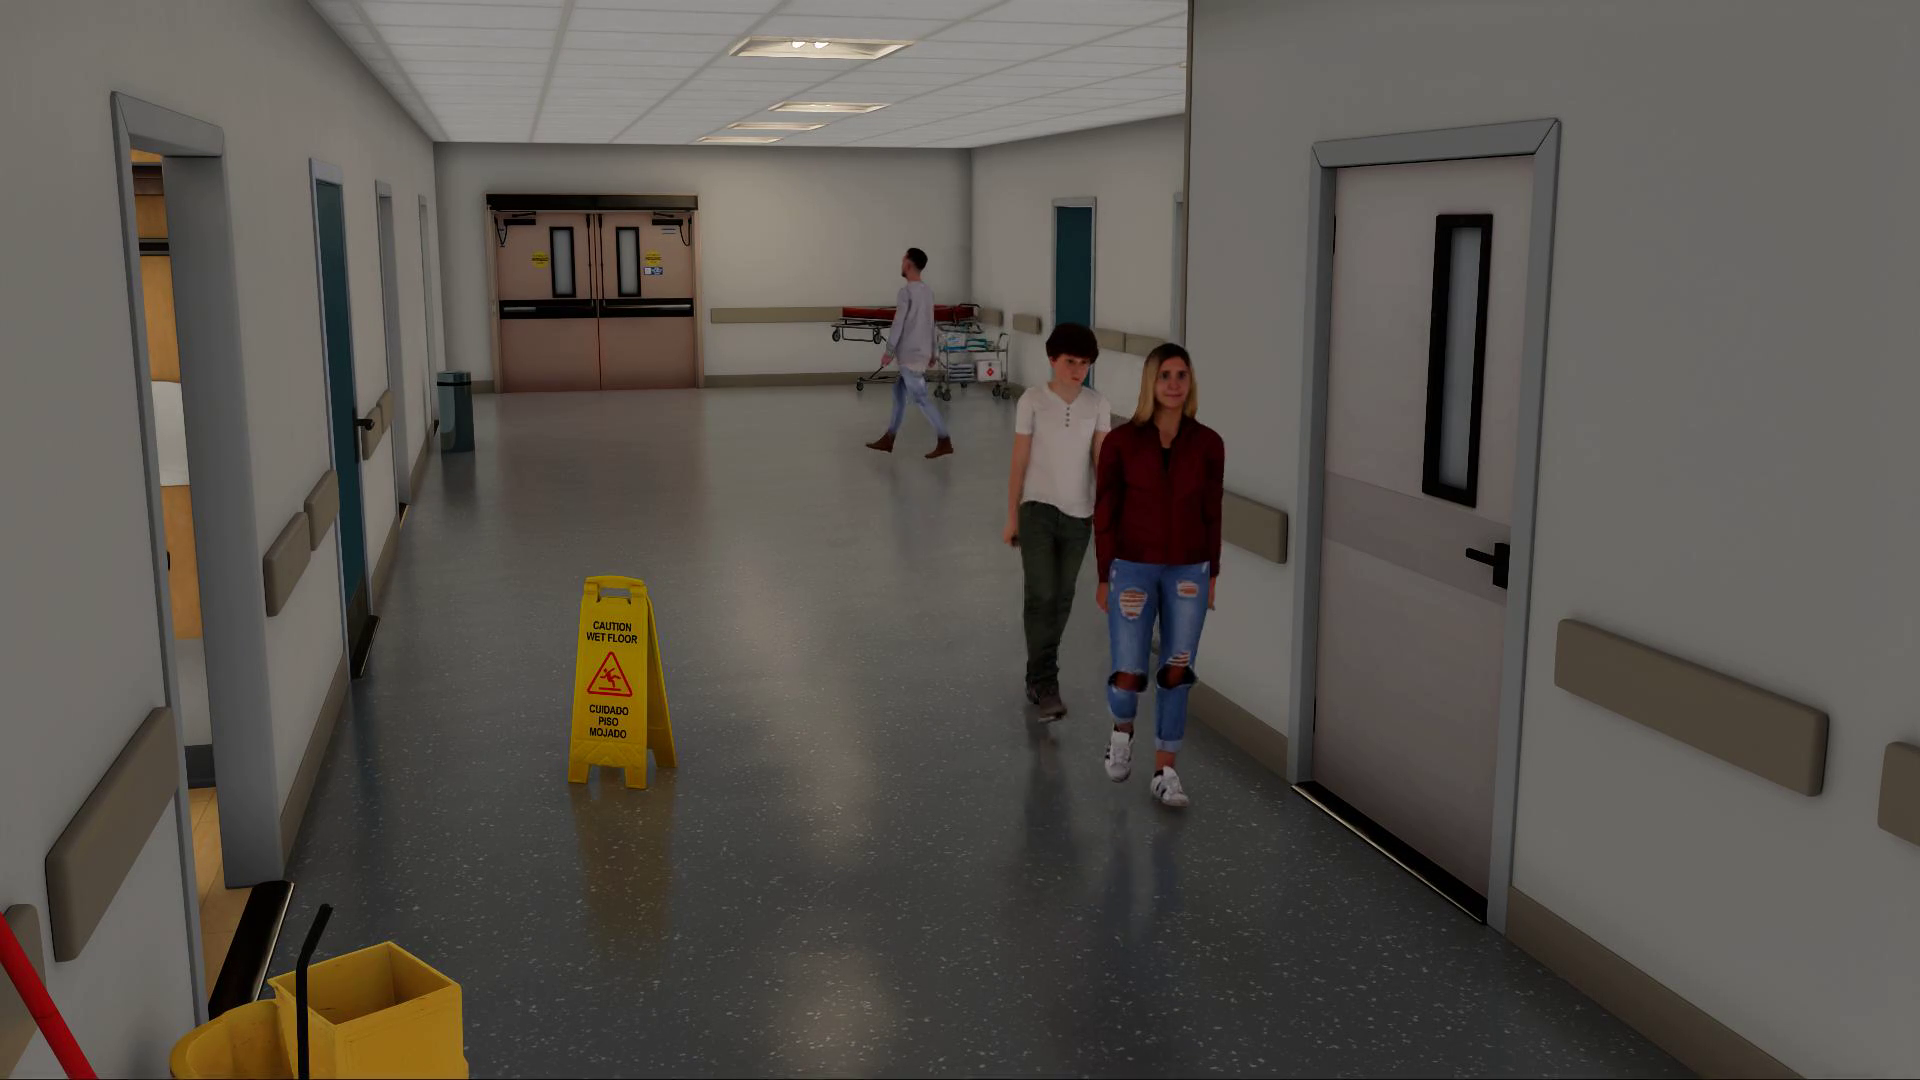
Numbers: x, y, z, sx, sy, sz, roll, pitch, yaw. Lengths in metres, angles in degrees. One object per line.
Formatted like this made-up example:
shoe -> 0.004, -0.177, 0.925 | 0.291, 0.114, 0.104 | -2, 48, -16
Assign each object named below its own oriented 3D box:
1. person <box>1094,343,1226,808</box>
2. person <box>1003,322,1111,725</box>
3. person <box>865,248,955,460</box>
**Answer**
person -> 0.685, 0.116, 5.897 | 0.644, 1.627, 0.692 | -1, 11, -7
person -> 0.389, -0.084, 6.956 | 0.633, 1.624, 1.018 | -2, 11, -9
person -> -0.338, -1.563, 14.290 | 1.179, 1.797, 1.182 | 5, 12, 24
